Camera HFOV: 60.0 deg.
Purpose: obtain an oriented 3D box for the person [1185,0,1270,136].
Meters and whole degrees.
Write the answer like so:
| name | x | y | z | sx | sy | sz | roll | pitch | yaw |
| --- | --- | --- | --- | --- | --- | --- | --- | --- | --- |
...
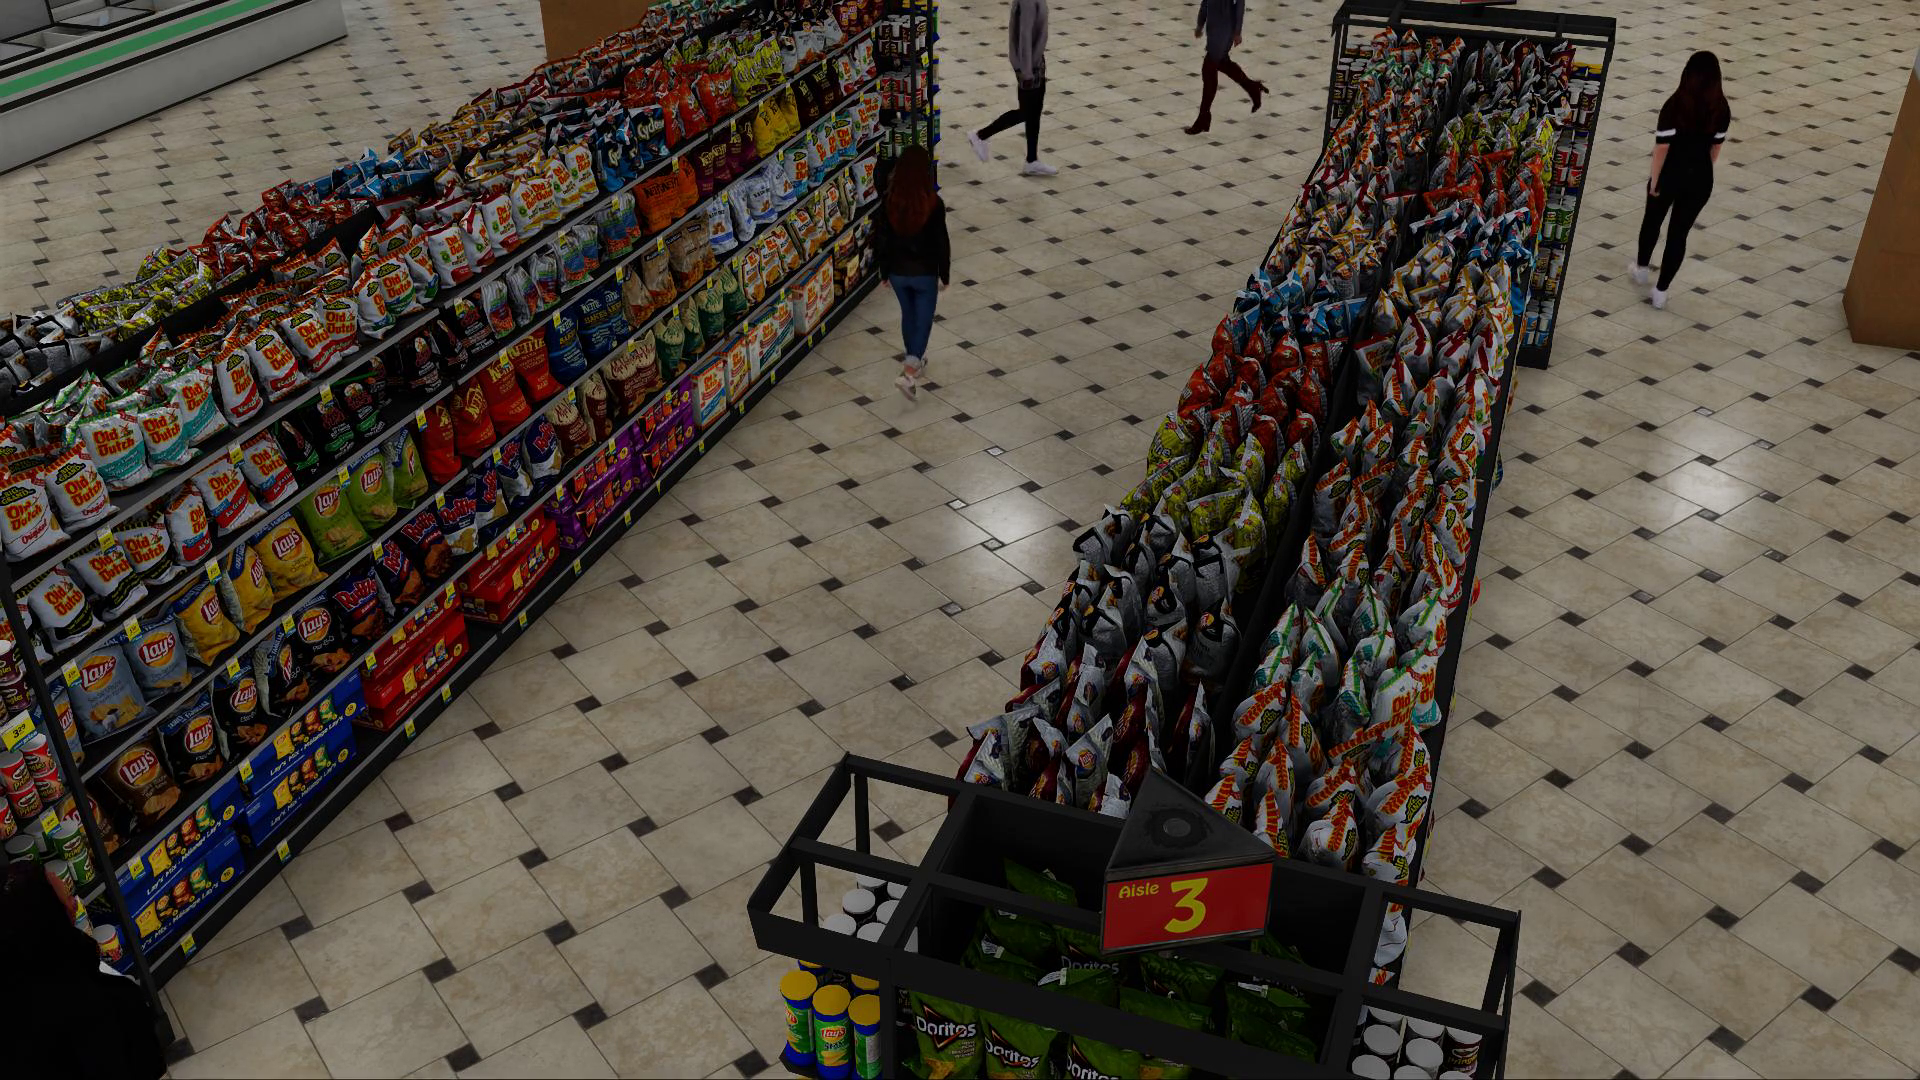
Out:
| name | x | y | z | sx | sy | sz | roll | pitch | yaw |
| --- | --- | --- | --- | --- | --- | --- | --- | --- | --- |
| person | 2.220 | -4.203 | 13.691 | 1.095 | 1.684 | 1.048 | -13 | 34 | -20 |

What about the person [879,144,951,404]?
| name | x | y | z | sx | sy | sz | roll | pitch | yaw |
| --- | --- | --- | --- | --- | --- | --- | --- | --- | --- |
| person | -0.290 | -1.517 | 9.584 | 0.584 | 1.461 | 0.921 | 10 | 33 | 15 |

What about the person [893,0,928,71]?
| name | x | y | z | sx | sy | sz | roll | pitch | yaw |
| --- | --- | --- | --- | --- | --- | --- | --- | --- | --- |
| person | -0.518 | -4.138 | 13.611 | 1.044 | 1.657 | 1.140 | -12 | 34 | -18 |

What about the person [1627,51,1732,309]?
| name | x | y | z | sx | sy | sz | roll | pitch | yaw |
| --- | --- | --- | --- | --- | --- | --- | --- | --- | --- |
| person | 4.642 | -2.270 | 10.649 | 0.690 | 1.615 | 0.872 | 5 | 32 | 9 |

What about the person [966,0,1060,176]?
| name | x | y | z | sx | sy | sz | roll | pitch | yaw |
| --- | --- | --- | --- | --- | --- | --- | --- | --- | --- |
| person | 0.428 | -3.653 | 12.738 | 0.793 | 1.756 | 0.945 | 6 | 32 | 9 |
